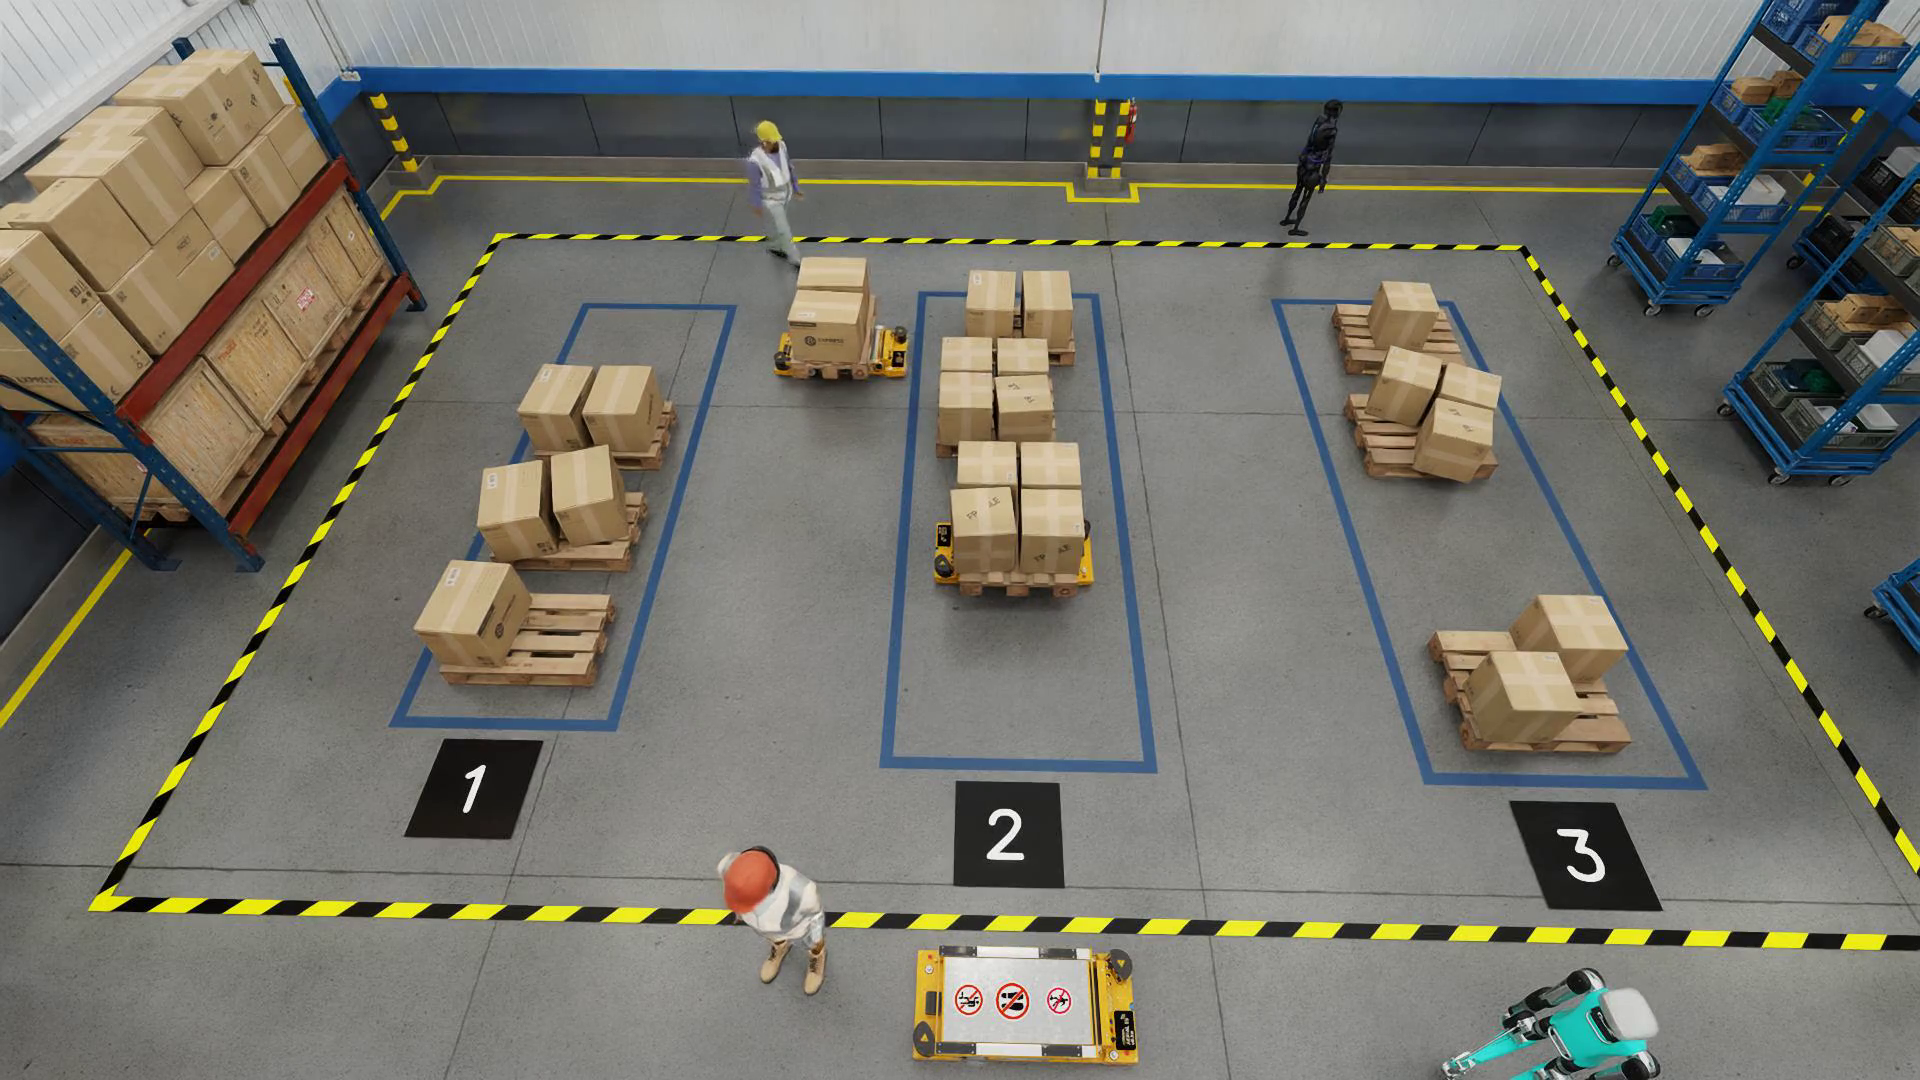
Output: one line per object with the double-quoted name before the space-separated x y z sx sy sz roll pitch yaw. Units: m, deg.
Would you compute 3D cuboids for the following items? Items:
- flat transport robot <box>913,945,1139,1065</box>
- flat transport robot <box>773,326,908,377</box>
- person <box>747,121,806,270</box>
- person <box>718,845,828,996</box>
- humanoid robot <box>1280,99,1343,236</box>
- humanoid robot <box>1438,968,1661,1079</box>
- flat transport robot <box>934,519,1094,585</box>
"flat transport robot" 0.422 3.041 6.007 1.431 0.231 0.659 1 51 1
"flat transport robot" -1.315 -2.113 10.190 1.431 0.197 0.652 1 51 1
"person" -2.067 -4.014 10.767 0.886 1.788 0.609 24 55 18
"person" -1.094 2.288 5.484 0.604 2.033 0.394 14 52 11
"humanoid robot" 4.359 -4.610 11.327 0.315 1.655 0.599 -7 51 -6
"humanoid robot" 3.101 2.890 5.096 0.735 1.677 0.533 -11 52 -9
"flat transport robot" 0.490 0.087 8.397 1.431 0.197 0.652 1 51 1
